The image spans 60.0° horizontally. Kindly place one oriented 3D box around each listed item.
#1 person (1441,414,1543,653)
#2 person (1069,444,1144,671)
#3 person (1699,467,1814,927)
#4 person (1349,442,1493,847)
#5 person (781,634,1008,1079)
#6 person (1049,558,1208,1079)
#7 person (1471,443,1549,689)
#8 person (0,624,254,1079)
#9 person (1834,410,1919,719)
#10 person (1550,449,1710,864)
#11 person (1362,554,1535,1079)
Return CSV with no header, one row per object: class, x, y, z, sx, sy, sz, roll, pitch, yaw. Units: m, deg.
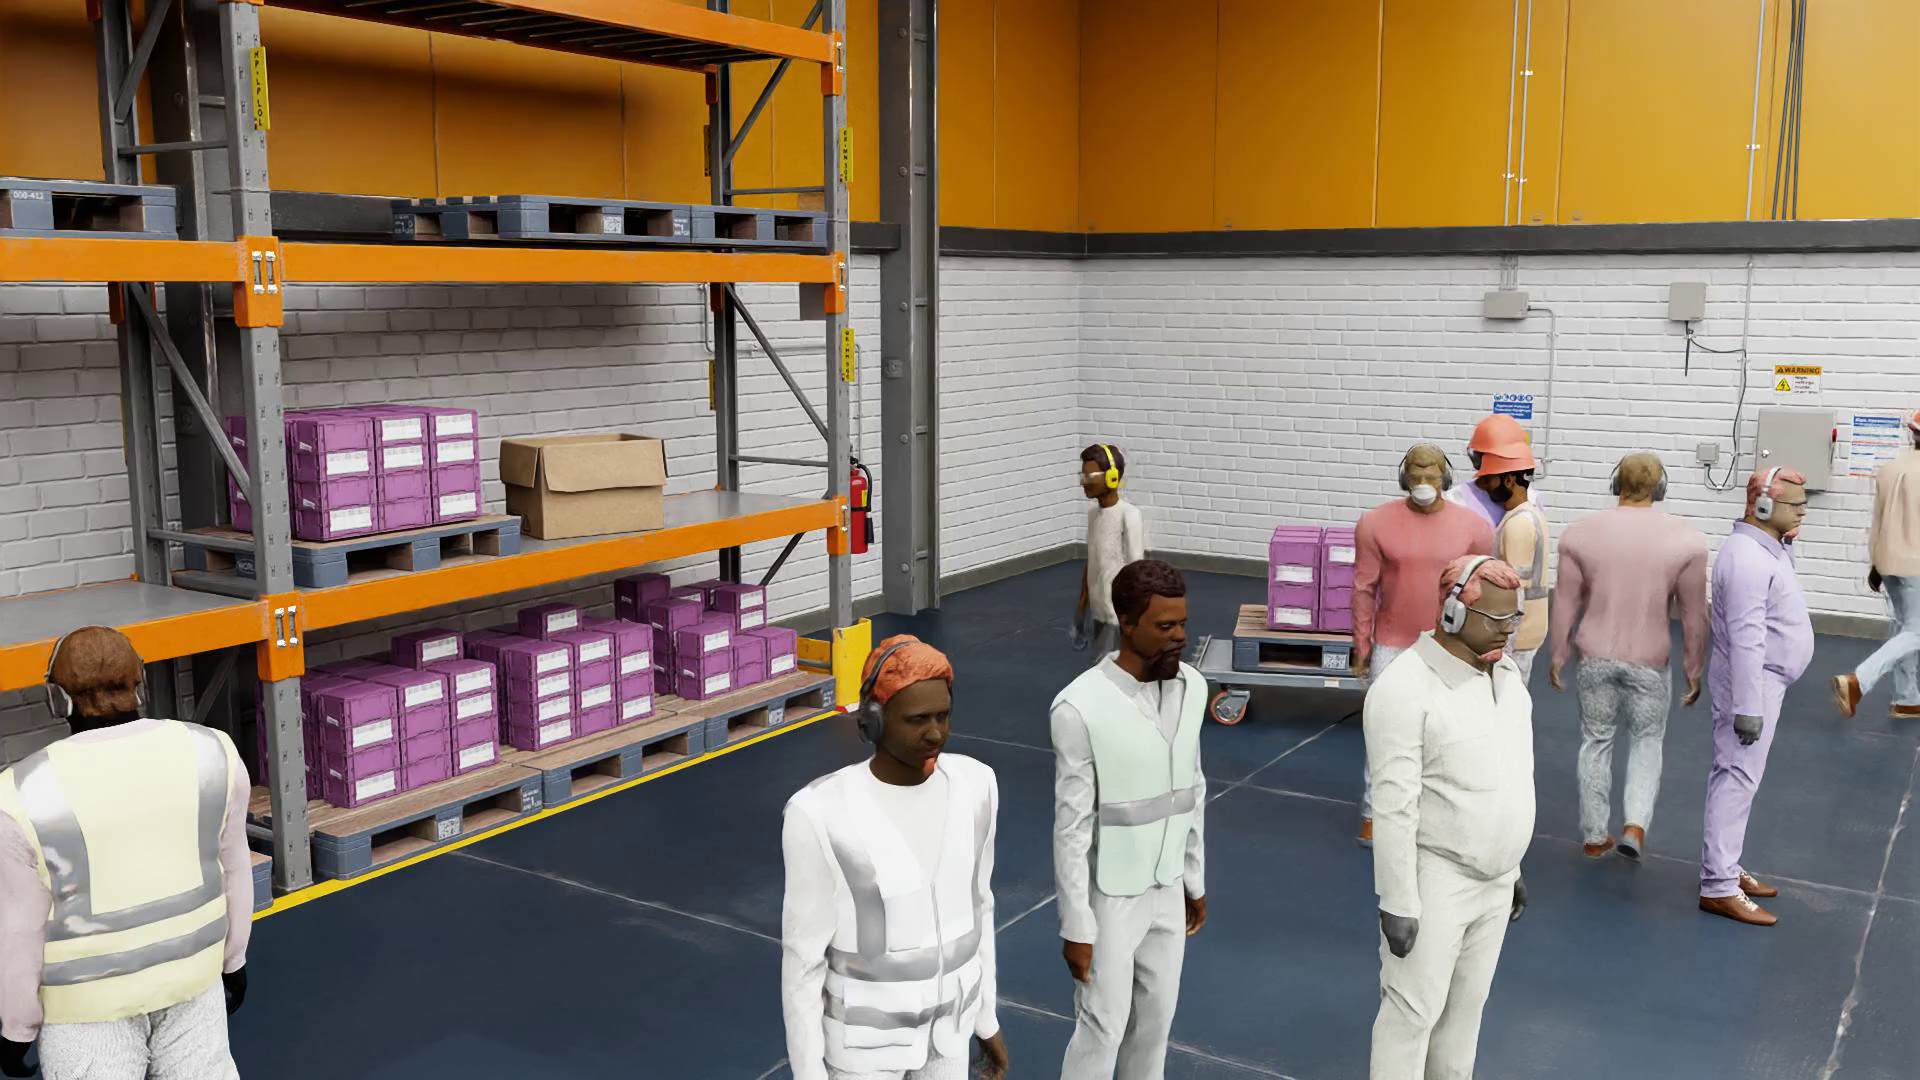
person,2.619,0.388,8.247,0.610,2.032,0.427,-3,9,-16
person,0.719,0.435,8.506,0.561,1.847,0.538,-3,9,-19
person,3.361,0.638,7.014,0.401,1.904,0.651,4,10,27
person,2.145,0.503,7.799,0.636,1.936,0.356,2,9,13
person,-0.140,1.141,3.803,0.584,1.883,0.337,-7,11,-37
person,0.476,0.989,4.710,0.599,1.913,0.384,-8,12,-43
person,2.669,0.458,8.142,0.390,1.923,0.550,3,9,21
person,-2.075,1.114,4.143,0.429,1.838,0.621,8,12,42
person,5.645,0.159,9.974,0.812,1.968,0.638,-2,9,-13
person,3.017,0.550,7.540,0.670,1.916,0.483,4,10,25
person,1.435,0.982,4.788,0.639,1.904,0.407,-7,11,-40
